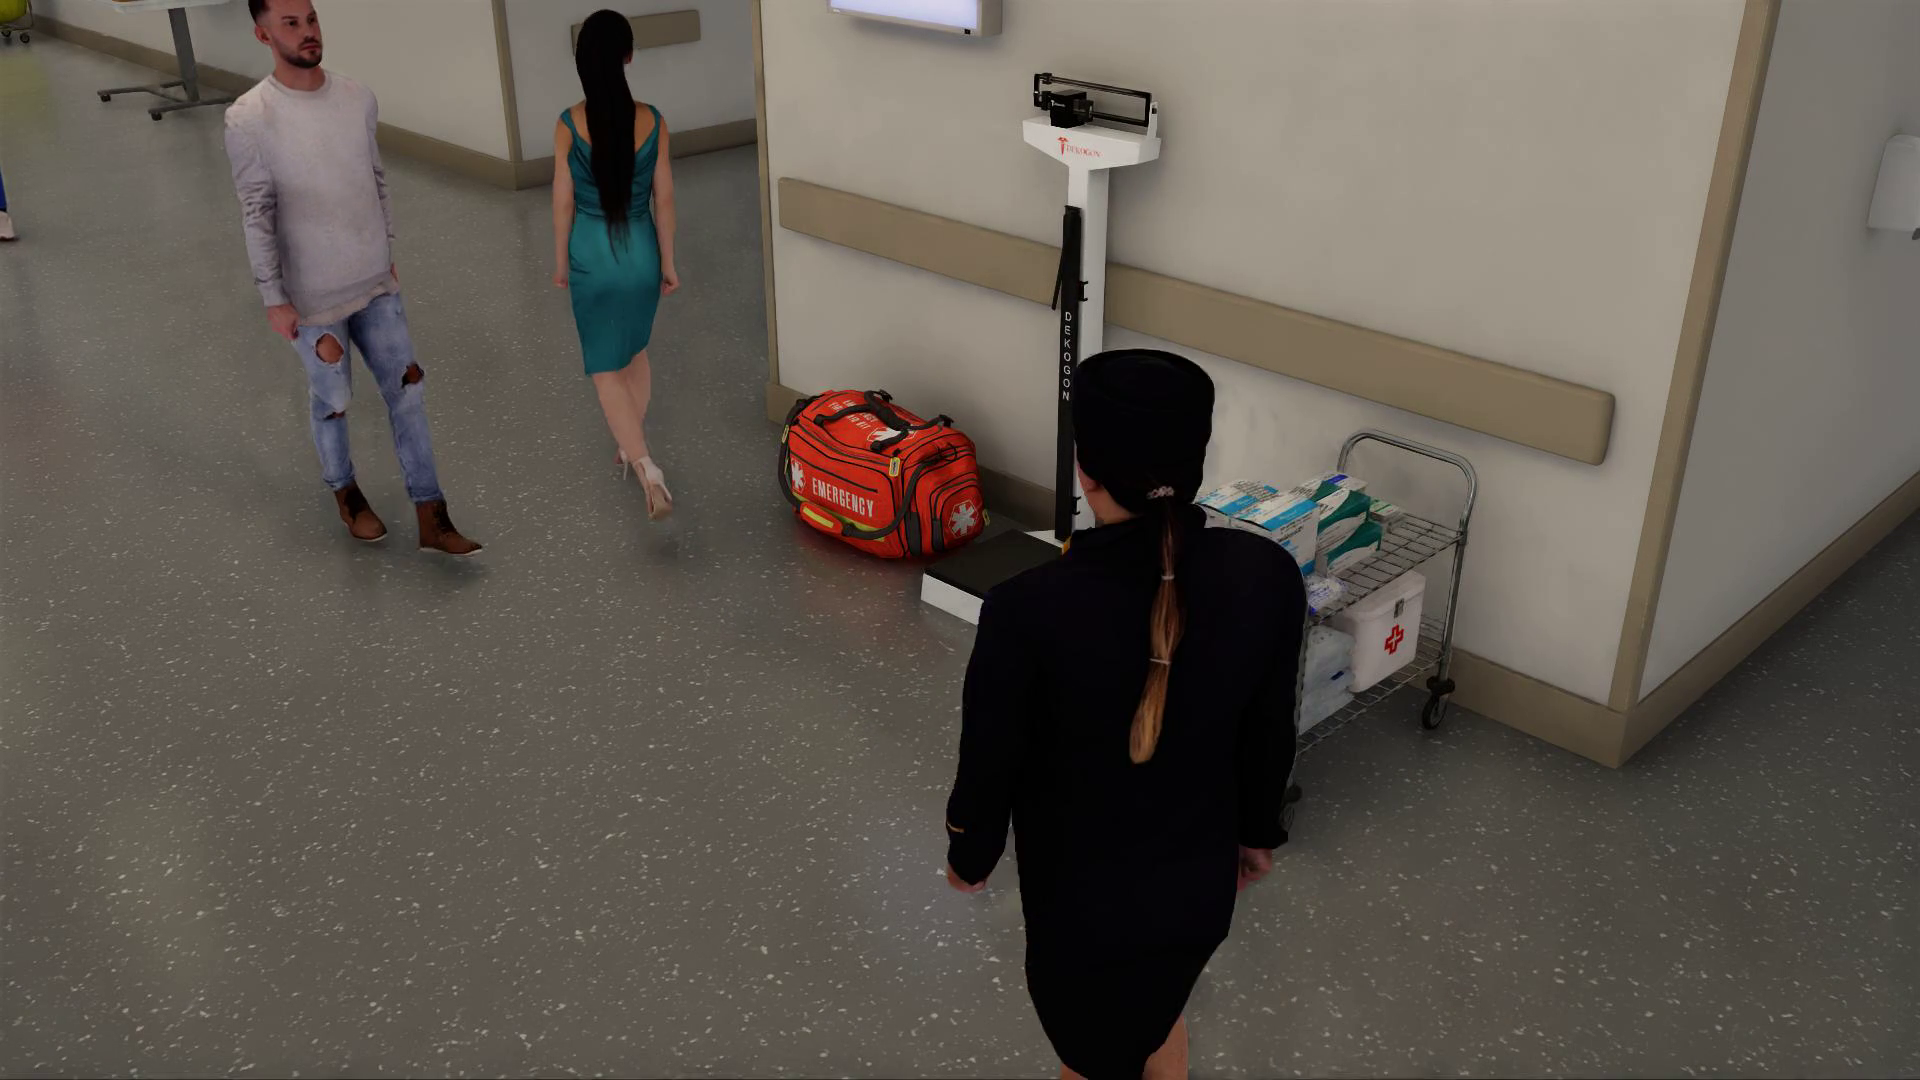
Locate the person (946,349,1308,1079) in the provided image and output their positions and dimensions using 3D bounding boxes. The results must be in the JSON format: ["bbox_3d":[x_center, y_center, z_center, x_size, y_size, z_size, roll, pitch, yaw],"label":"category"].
[{"bbox_3d":[0.277,0.554,2.555,0.788,1.662,0.777,-11,28,-22],"label":"person"}]

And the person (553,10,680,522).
[{"bbox_3d":[-1.112,-0.840,5.458,0.756,1.651,1.090,-13,29,-25],"label":"person"}]

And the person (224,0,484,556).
[{"bbox_3d":[-2.021,-0.823,5.242,0.961,1.809,0.733,21,33,37],"label":"person"}]
